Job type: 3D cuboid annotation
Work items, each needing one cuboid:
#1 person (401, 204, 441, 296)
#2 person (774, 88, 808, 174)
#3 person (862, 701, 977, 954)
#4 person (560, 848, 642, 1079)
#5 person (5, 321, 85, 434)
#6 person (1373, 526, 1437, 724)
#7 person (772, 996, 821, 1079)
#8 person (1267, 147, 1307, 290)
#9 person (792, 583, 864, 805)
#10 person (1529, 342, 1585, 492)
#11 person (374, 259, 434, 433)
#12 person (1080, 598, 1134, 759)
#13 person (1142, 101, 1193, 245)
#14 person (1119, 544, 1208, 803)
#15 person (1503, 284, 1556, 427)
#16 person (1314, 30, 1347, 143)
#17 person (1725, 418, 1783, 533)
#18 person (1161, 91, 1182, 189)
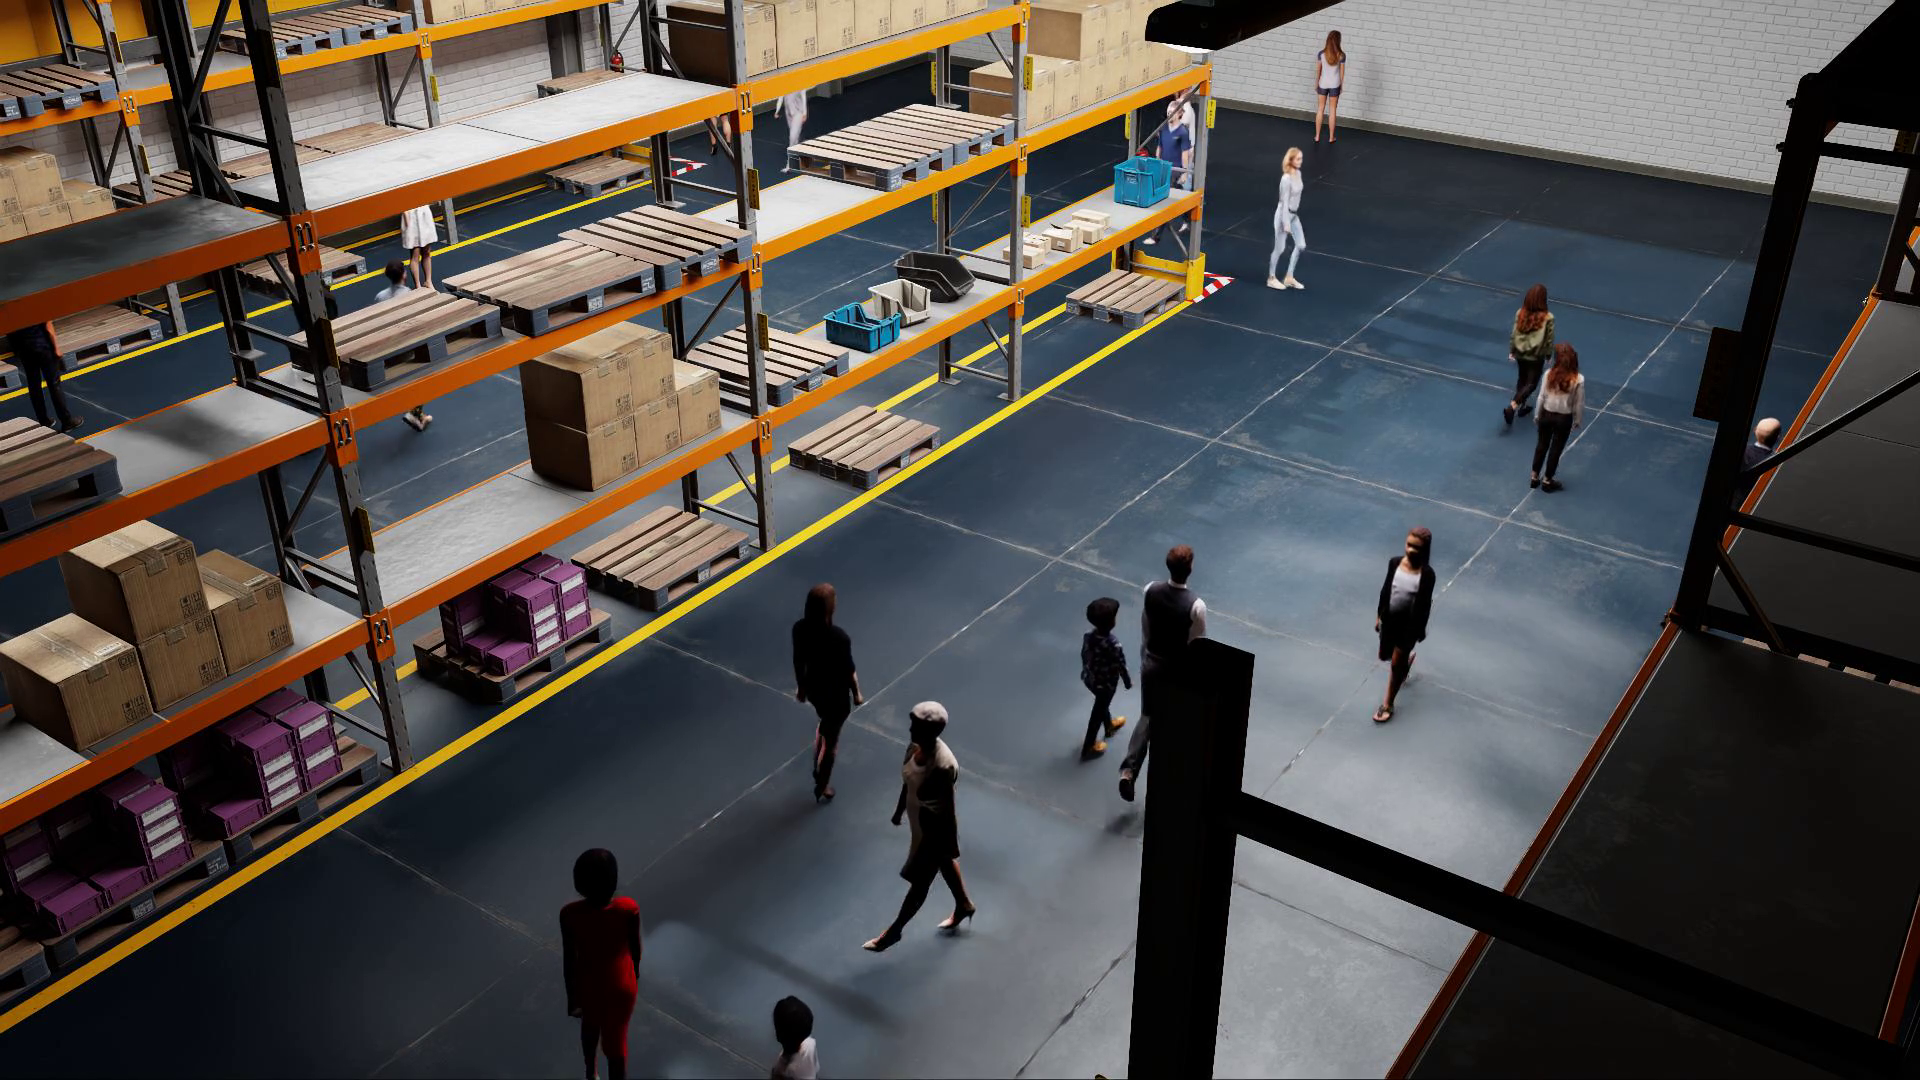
[{"bbox_3d":[-6.532,-3.781,20.072,0.726,1.774,0.595,15,32,26],"label":"person"},{"bbox_3d":[-2.435,-6.428,24.953,0.678,1.746,0.930,24,37,37],"label":"person"},{"bbox_3d":[-0.078,1.713,10.054,1.128,1.722,0.987,-11,31,-19],"label":"person"},{"bbox_3d":[-1.850,2.435,8.730,0.772,1.722,0.838,-4,29,-7],"label":"person"},{"bbox_3d":[-9.279,-1.929,16.658,0.717,1.793,0.728,0,29,1],"label":"person"},{"bbox_3d":[3.310,0.565,12.345,0.565,1.543,0.894,20,35,32],"label":"person"},{"bbox_3d":[-0.808,2.869,8.431,0.637,1.246,0.443,11,31,20],"label":"person"},{"bbox_3d":[3.924,-3.930,20.335,0.683,1.782,0.642,21,35,33],"label":"person"},{"bbox_3d":[-0.949,1.090,11.226,0.582,1.694,0.586,19,34,31],"label":"person"},{"bbox_3d":[5.578,-1.144,15.548,0.568,1.476,0.499,23,36,36],"label":"person"},{"bbox_3d":[-5.514,-1.878,16.558,0.830,1.798,0.924,8,30,14],"label":"person"},{"bbox_3d":[0.972,1.002,11.872,0.797,1.229,0.624,-20,34,-32],"label":"person"},{"bbox_3d":[2.849,-4.856,21.983,1.272,1.831,0.942,-18,34,-30],"label":"person"},{"bbox_3d":[1.367,0.927,11.292,0.657,1.916,1.057,18,34,30],"label":"person"},{"bbox_3d":[5.760,-1.858,16.872,0.963,1.462,0.692,-25,37,-38],"label":"person"},{"bbox_3d":[5.856,-7.197,26.381,0.654,1.728,0.634,9,30,17],"label":"person"},{"bbox_3d":[6.259,-0.132,13.377,1.099,1.778,0.901,-19,34,-31],"label":"person"},{"bbox_3d":[2.985,-5.895,24.025,0.723,1.700,0.570,17,33,29],"label":"person"}]
